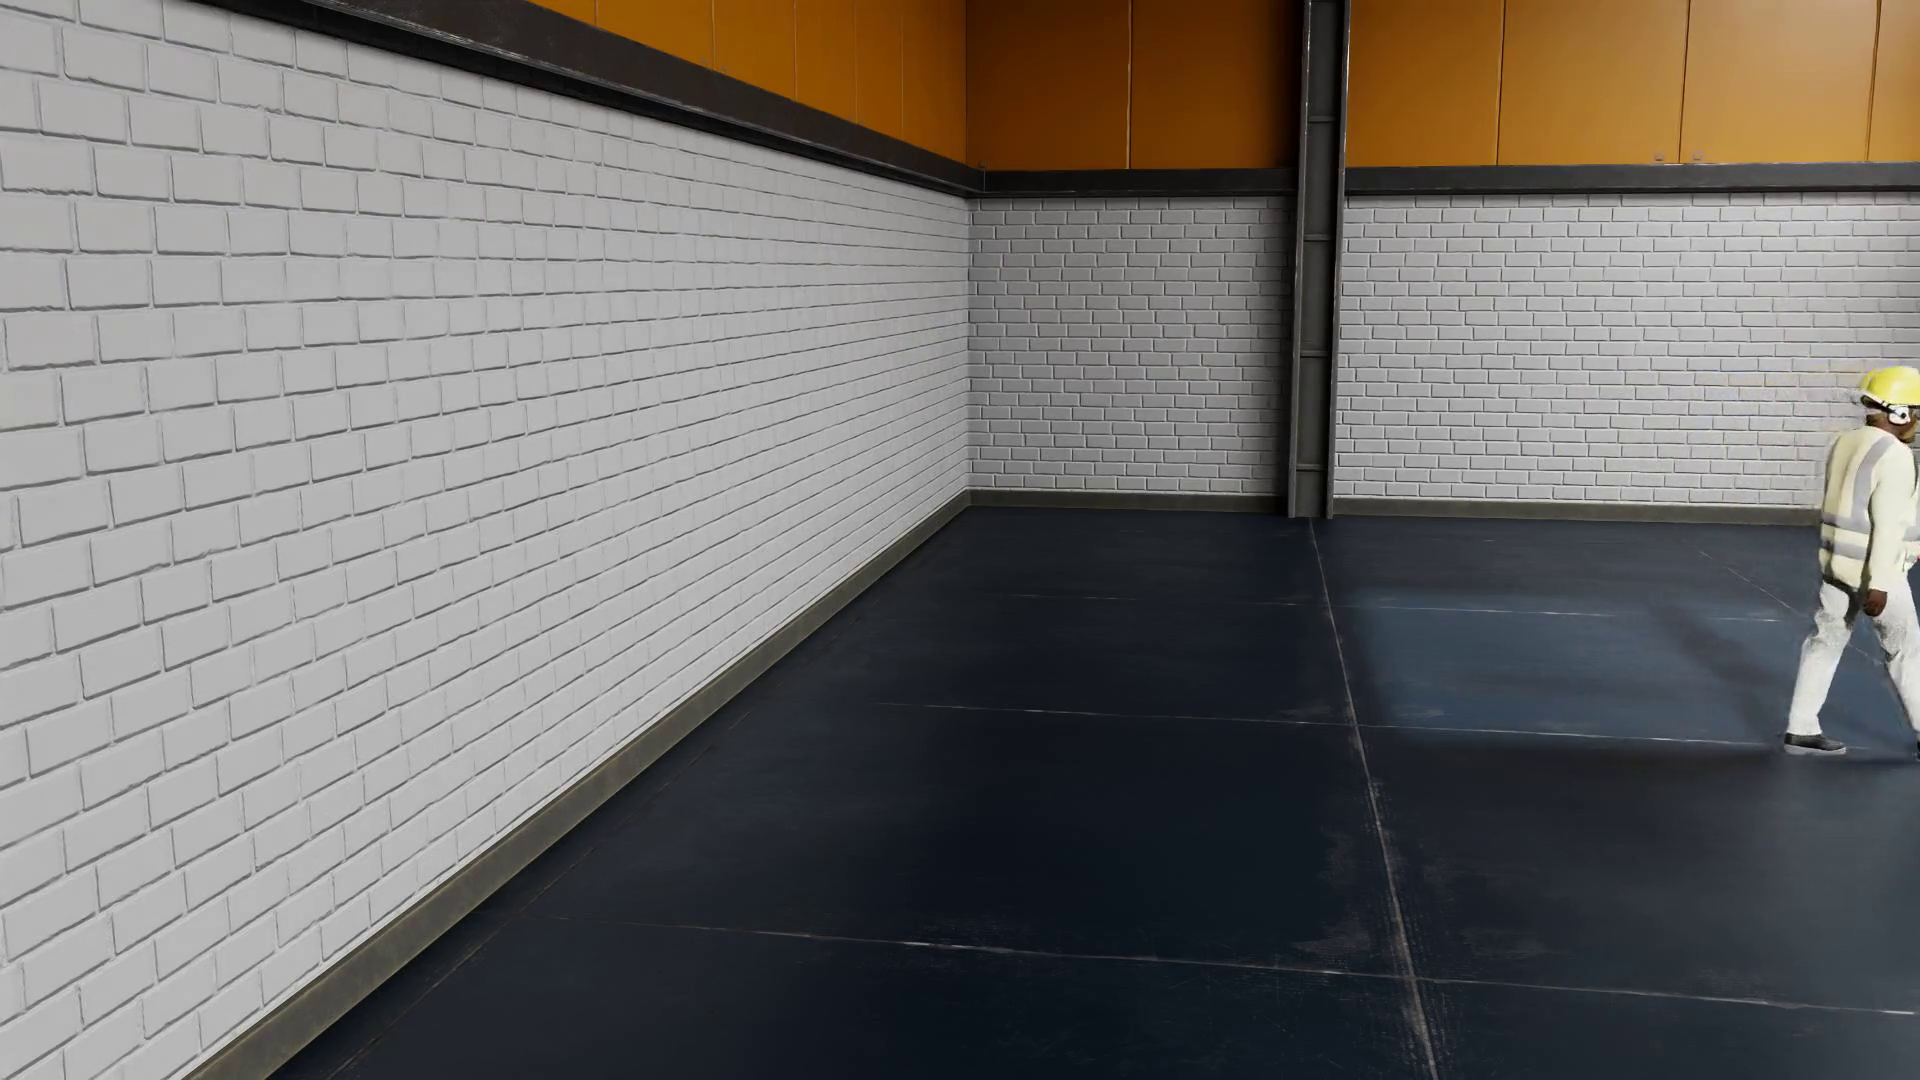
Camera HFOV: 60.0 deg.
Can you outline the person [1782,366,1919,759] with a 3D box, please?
[{"bbox_3d":[4.205,0.118,7.525,0.908,1.786,0.609,0,9,-1],"label":"person"}]
